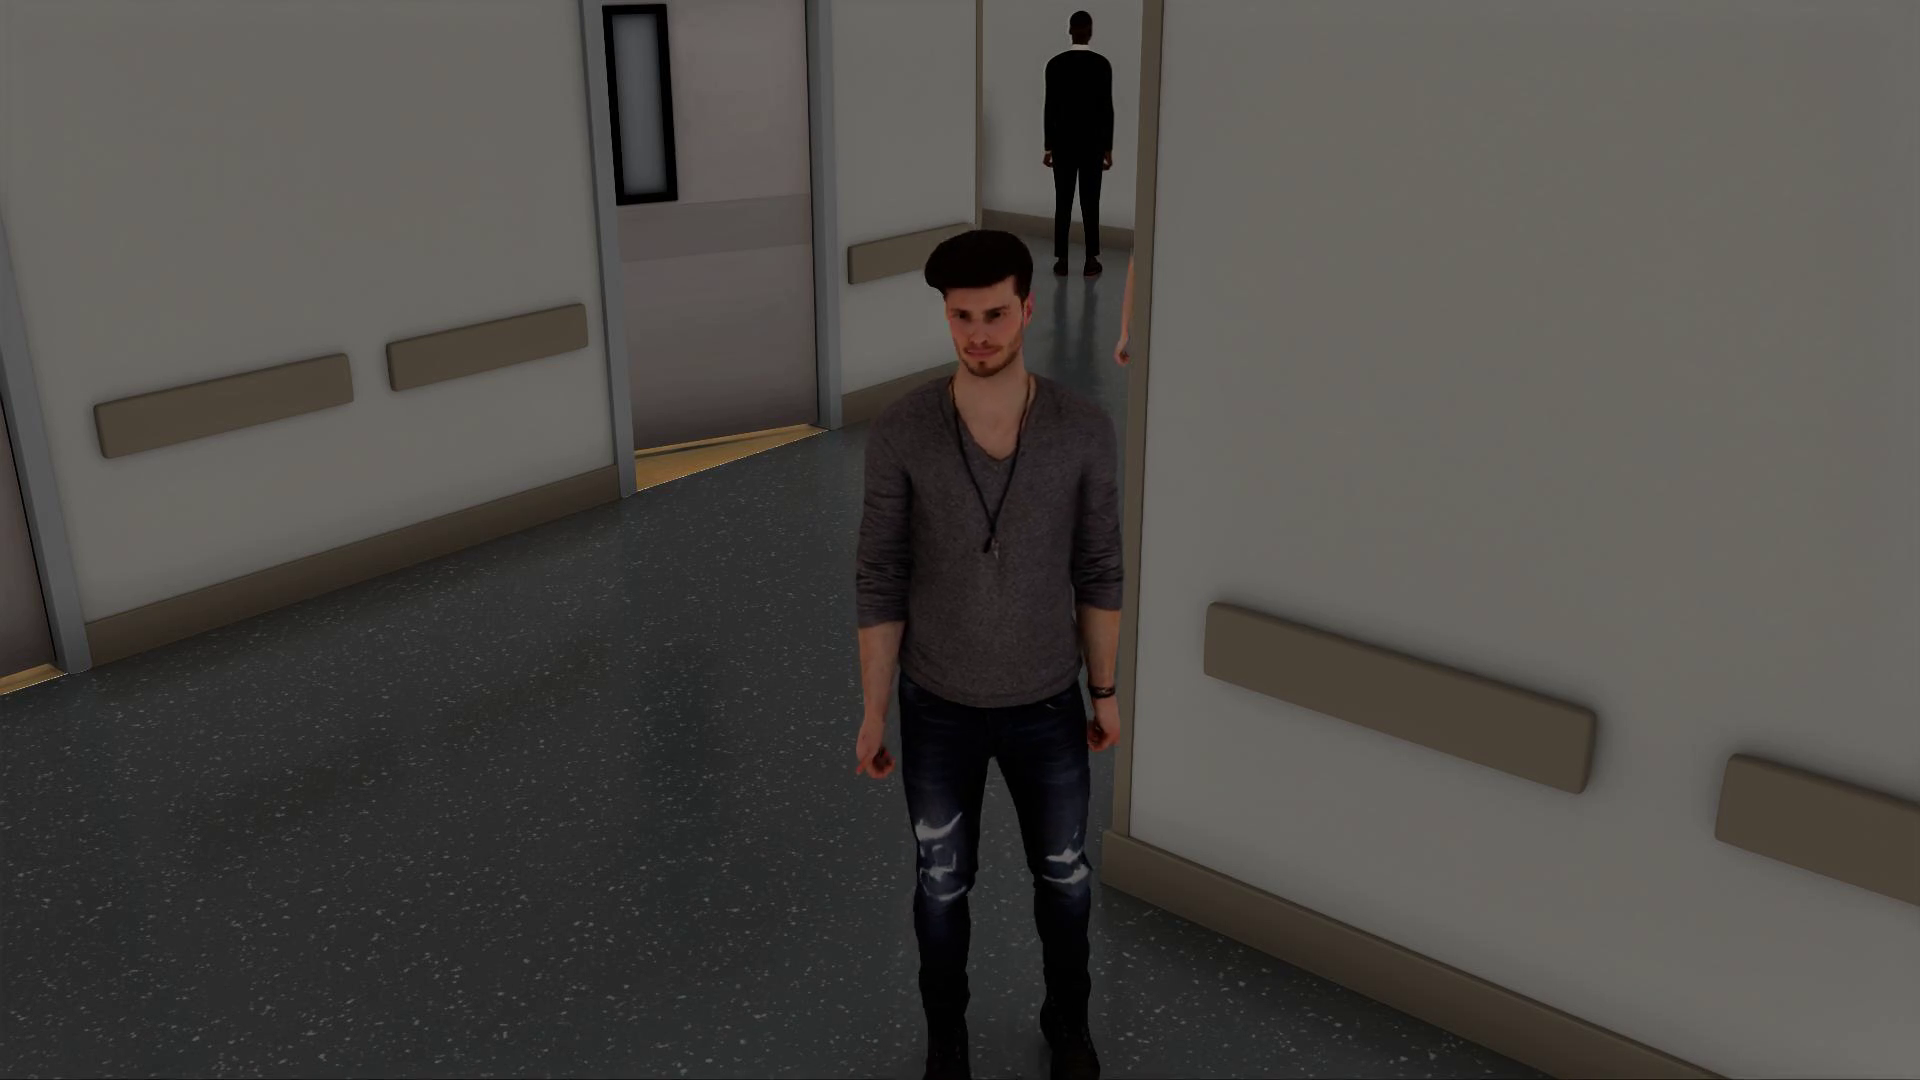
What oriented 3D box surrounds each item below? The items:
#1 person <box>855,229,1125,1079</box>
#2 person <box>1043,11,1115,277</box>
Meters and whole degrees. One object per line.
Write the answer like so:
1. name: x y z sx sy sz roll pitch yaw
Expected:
1. person: 0.055 0.296 3.448 0.804 1.898 0.848 -2 21 -6
2. person: 0.831 -2.777 11.685 0.724 1.809 0.736 2 21 6
